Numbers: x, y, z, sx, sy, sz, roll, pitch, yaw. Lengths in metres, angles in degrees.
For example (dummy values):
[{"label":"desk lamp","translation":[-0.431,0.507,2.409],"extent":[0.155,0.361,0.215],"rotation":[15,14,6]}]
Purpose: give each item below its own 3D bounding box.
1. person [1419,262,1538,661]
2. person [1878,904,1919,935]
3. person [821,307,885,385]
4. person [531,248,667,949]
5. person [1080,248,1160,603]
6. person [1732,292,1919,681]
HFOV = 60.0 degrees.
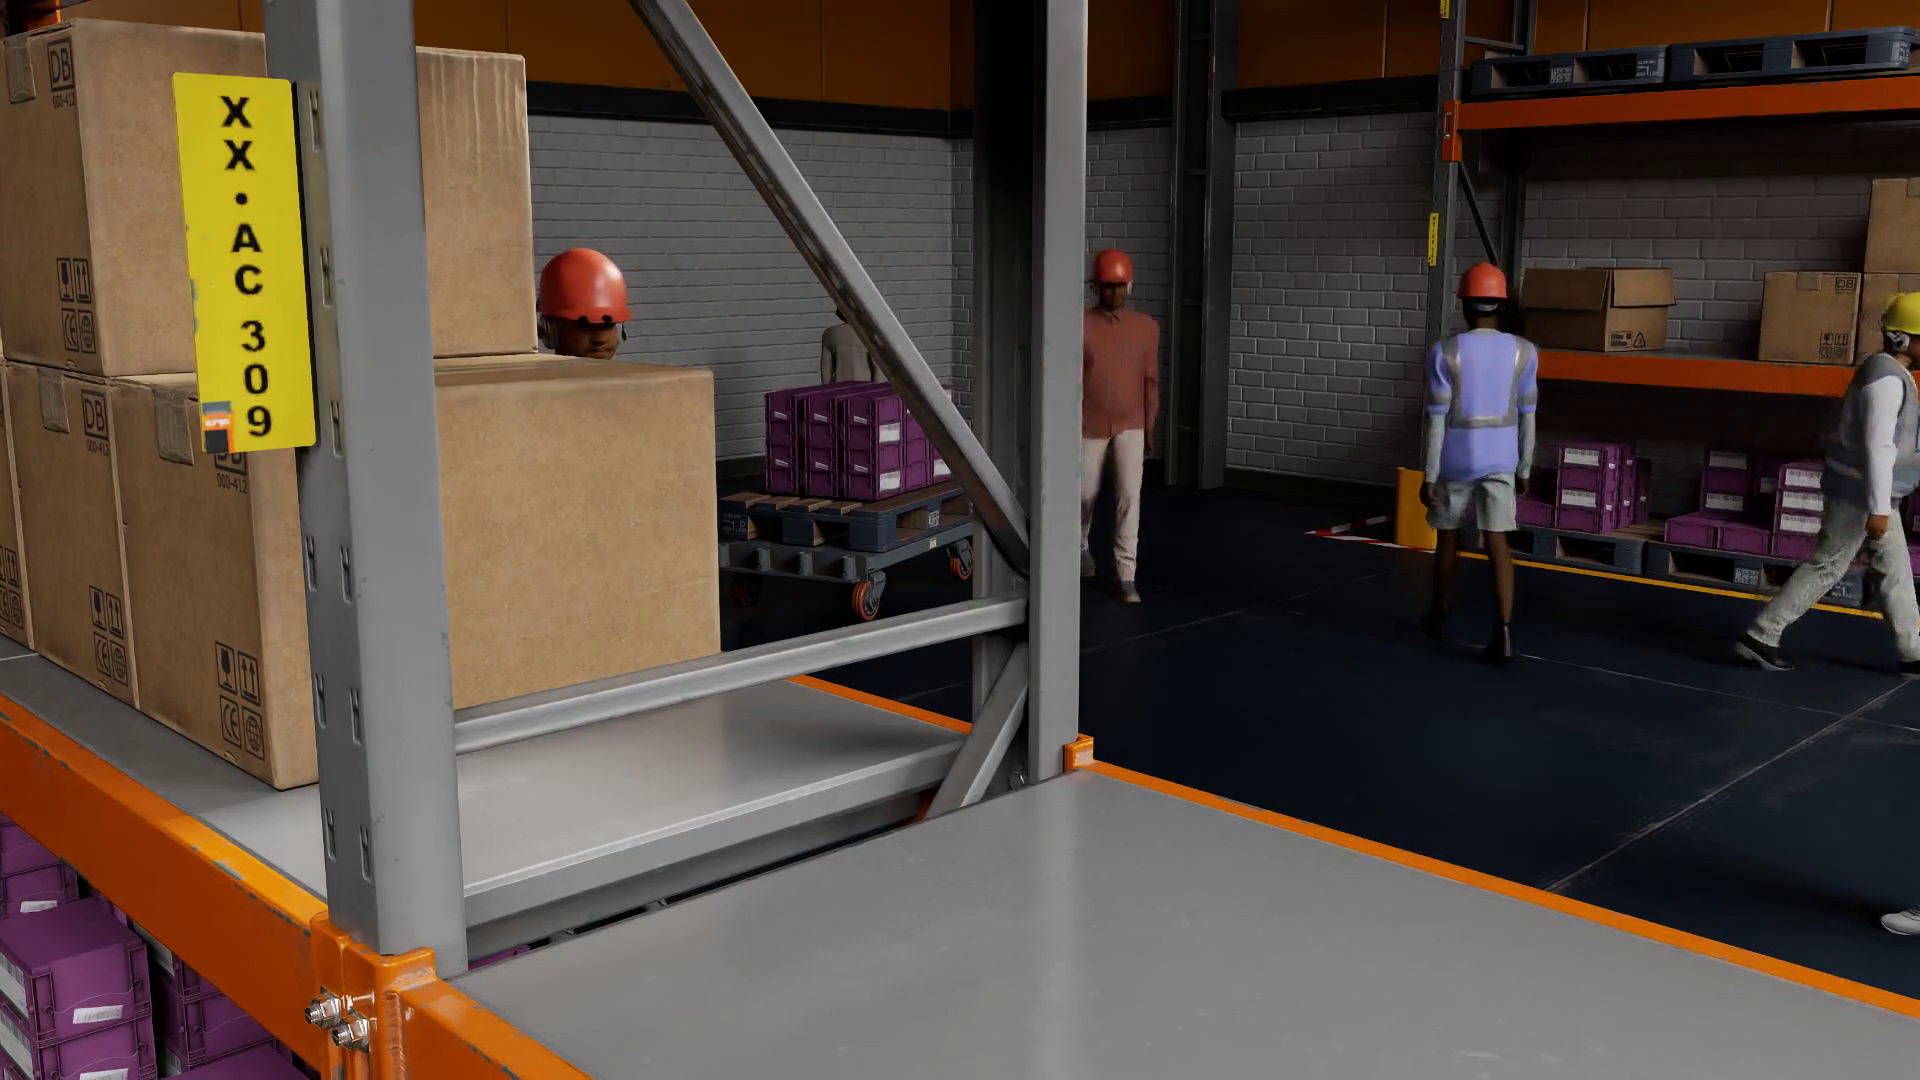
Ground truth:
[{"label":"person","translation":[2.501,-0.384,8.040],"extent":[0.558,1.922,0.752],"rotation":[0,10,2]},{"label":"person","translation":[2.926,0.246,4.551],"extent":[0.392,1.915,0.590],"rotation":[-2,11,-11]},{"label":"person","translation":[-0.779,-1.028,12.261],"extent":[0.507,1.631,0.277],"rotation":[4,11,22]},{"label":"person","translation":[-1.018,0.201,4.606],"extent":[0.620,1.987,0.400],"rotation":[-10,14,-42]},{"label":"person","translation":[0.817,-0.679,9.485],"extent":[0.632,1.959,0.971],"rotation":[-1,10,-8]},{"label":"person","translation":[4.078,-0.234,7.559],"extent":[0.941,1.781,0.635],"rotation":[6,12,31]}]
